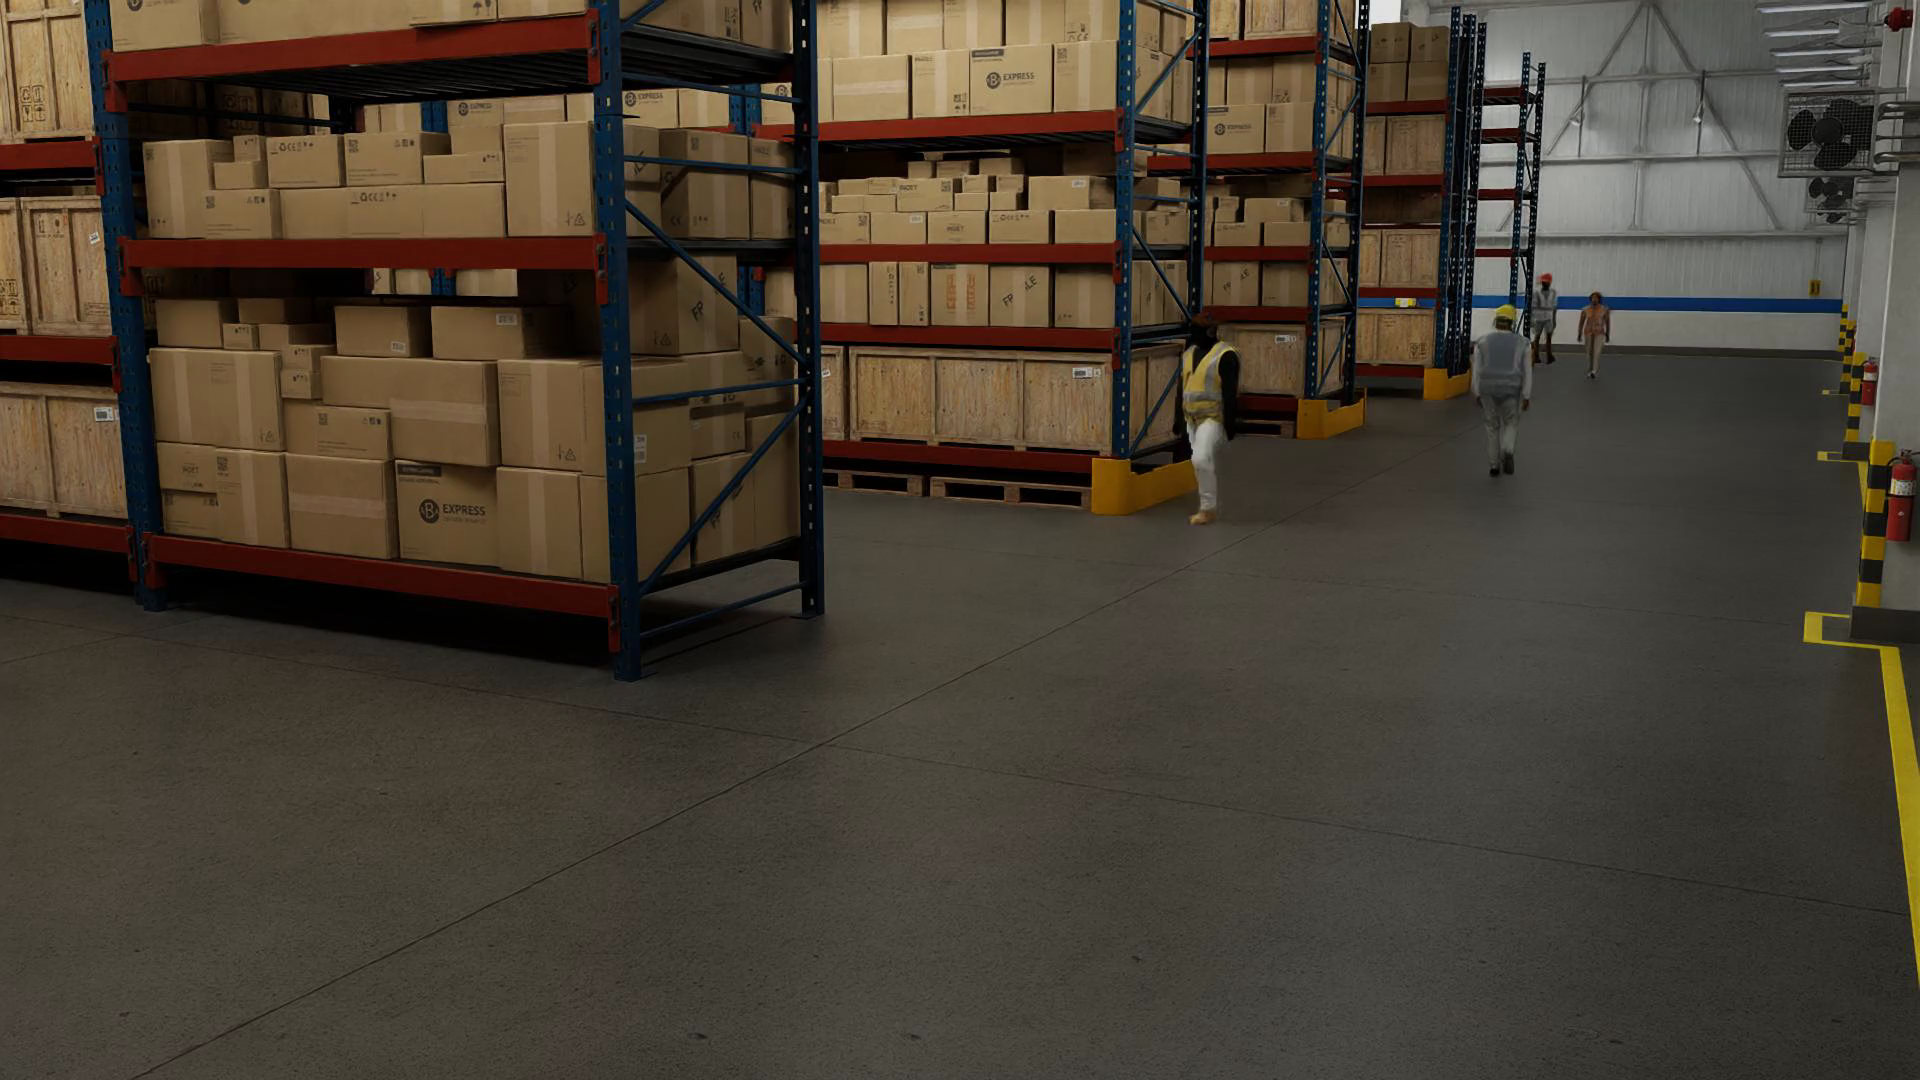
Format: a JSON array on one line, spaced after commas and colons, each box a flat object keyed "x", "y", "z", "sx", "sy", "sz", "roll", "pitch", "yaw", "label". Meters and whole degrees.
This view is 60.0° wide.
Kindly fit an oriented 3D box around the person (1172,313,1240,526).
[{"x": 2.055, "y": -1.023, "z": 14.232, "sx": 0.570, "sy": 1.821, "sz": 0.656, "roll": -6, "pitch": 11, "yaw": -30, "label": "person"}]

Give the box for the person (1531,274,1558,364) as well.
[{"x": 12.258, "y": -4.622, "z": 34.861, "sx": 0.571, "sy": 1.888, "sz": 0.957, "roll": 1, "pitch": 10, "yaw": 4, "label": "person"}]

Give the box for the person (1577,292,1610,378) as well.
[{"x": 11.773, "y": -3.797, "z": 30.938, "sx": 0.551, "sy": 1.592, "sz": 0.860, "roll": 6, "pitch": 11, "yaw": 31, "label": "person"}]

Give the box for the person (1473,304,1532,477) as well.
[{"x": 5.637, "y": -1.549, "z": 17.321, "sx": 0.587, "sy": 1.809, "sz": 0.434, "roll": 4, "pitch": 10, "yaw": 19, "label": "person"}]
